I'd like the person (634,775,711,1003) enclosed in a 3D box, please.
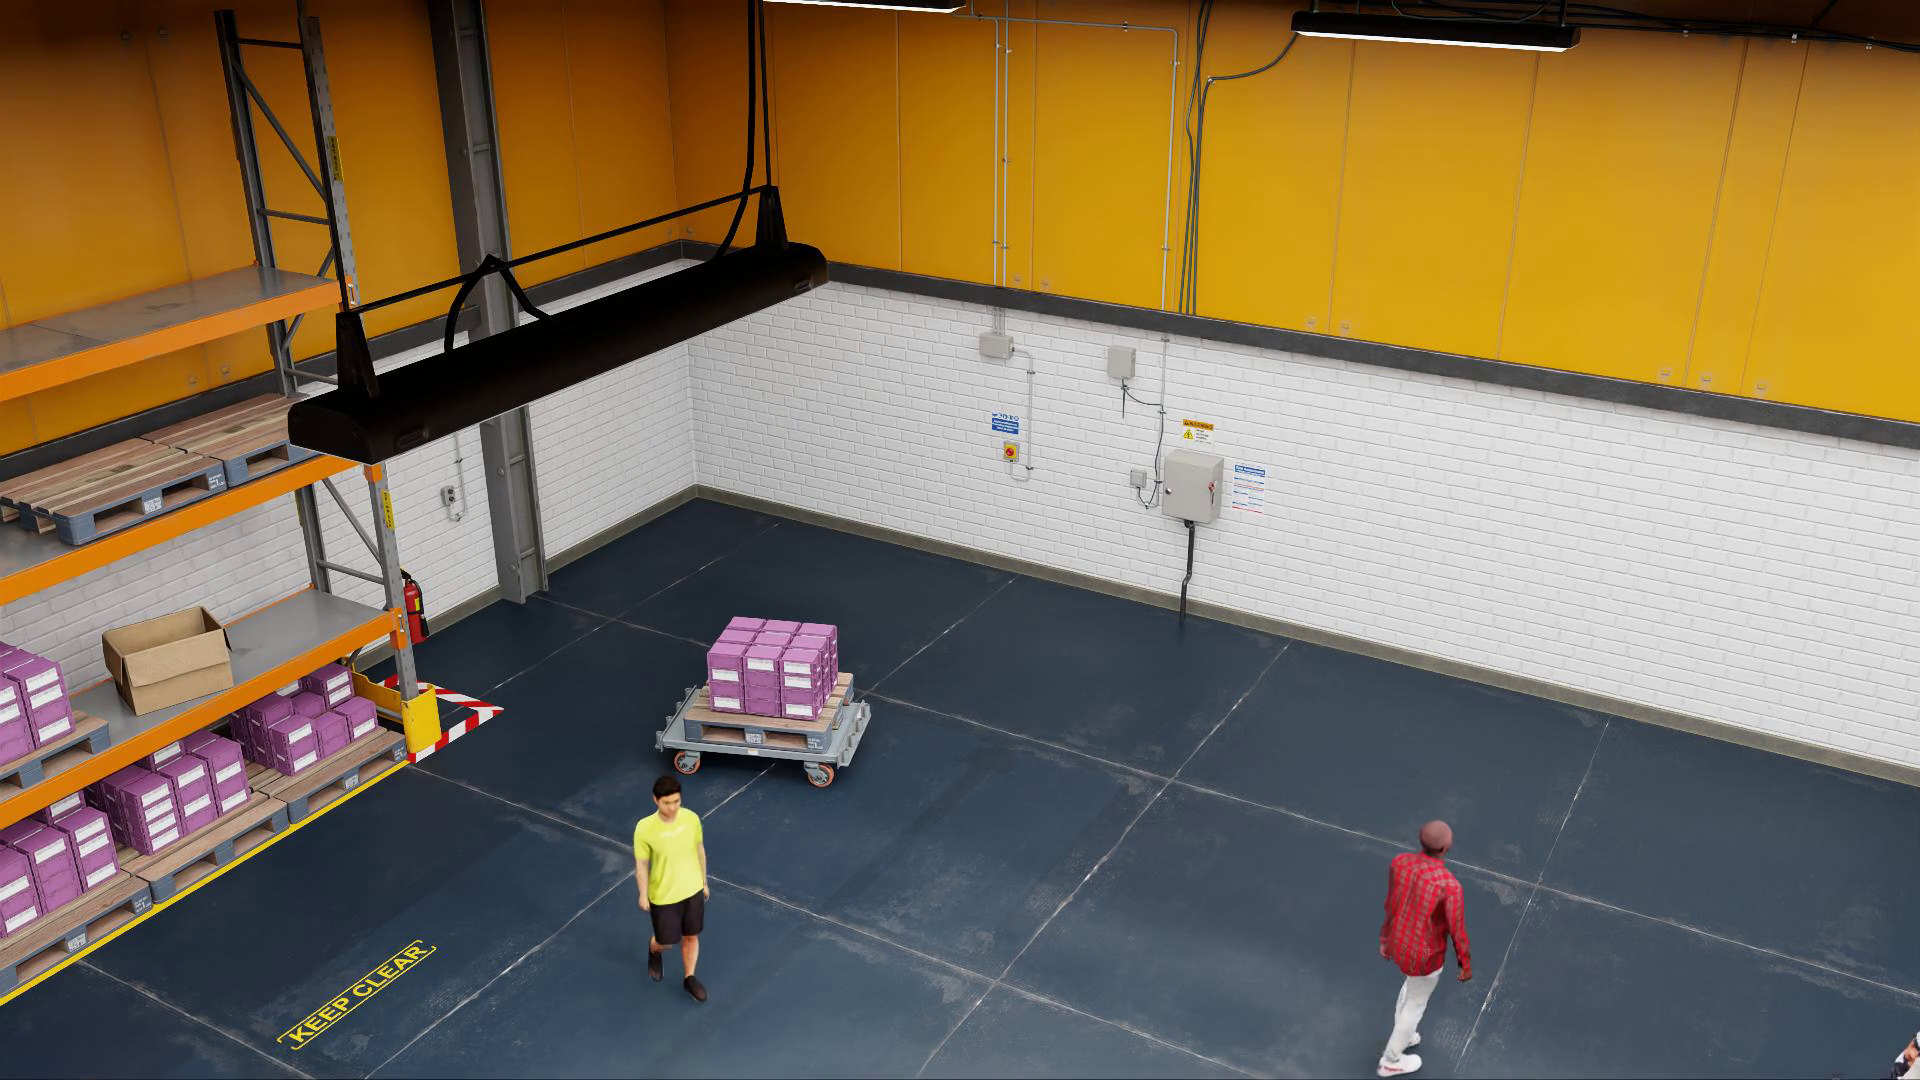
[{"bbox_3d":[-1.922,2.264,11.017,0.823,1.698,0.855,-15,28,-31],"label":"person"}]

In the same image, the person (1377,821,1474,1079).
[{"bbox_3d":[2.758,2.548,10.233,0.860,1.806,0.819,-12,26,-25],"label":"person"}]
